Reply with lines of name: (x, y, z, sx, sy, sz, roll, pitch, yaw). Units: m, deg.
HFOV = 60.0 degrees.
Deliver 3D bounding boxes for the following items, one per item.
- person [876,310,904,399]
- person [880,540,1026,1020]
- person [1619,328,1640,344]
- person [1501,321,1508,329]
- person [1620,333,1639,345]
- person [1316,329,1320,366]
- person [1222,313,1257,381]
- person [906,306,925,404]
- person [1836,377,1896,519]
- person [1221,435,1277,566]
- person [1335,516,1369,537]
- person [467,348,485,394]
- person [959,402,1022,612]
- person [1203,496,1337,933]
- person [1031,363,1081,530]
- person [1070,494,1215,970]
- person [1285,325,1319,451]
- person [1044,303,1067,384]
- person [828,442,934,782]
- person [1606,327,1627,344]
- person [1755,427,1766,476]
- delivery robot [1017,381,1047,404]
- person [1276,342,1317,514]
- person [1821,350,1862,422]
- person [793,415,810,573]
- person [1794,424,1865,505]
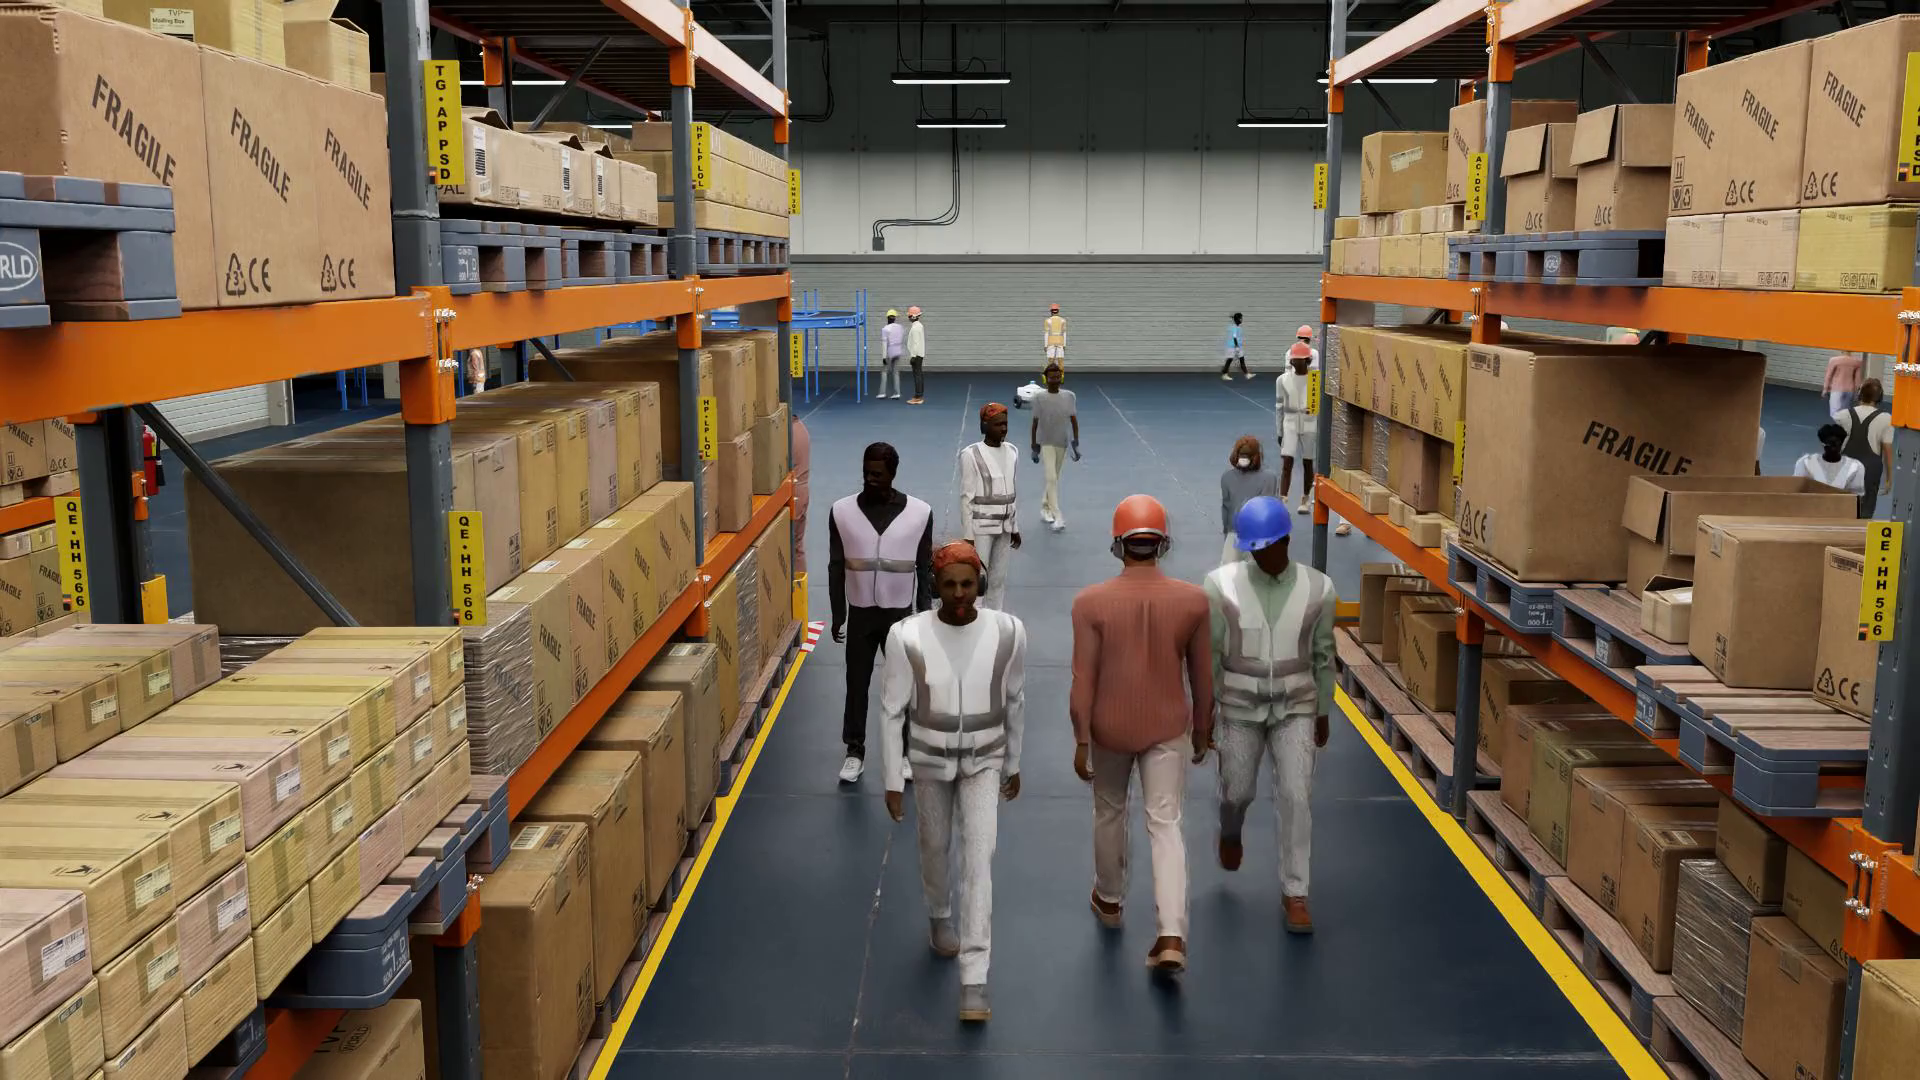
person: (-1.488, -3.959, 35.505, 0.608, 1.892, 0.542, -8, 12, -40)
person: (-0.030, 0.890, 6.665, 0.587, 1.830, 1.003, -1, 10, -5)
person: (12.726, -3.228, 31.560, 0.526, 1.755, 0.359, -1, 10, -4)
person: (11.643, -4.109, 36.380, 0.639, 1.903, 0.409, 2, 10, 13)
person: (9.513, -2.064, 24.156, 0.556, 1.904, 0.895, -7, 12, -38)
person: (5.903, -2.504, 26.927, 0.962, 1.850, 0.632, -1, 10, -6)
person: (6.851, -4.732, 40.820, 0.867, 1.646, 0.552, 5, 11, 26)
person: (-0.919, -3.828, 34.406, 0.379, 1.996, 0.609, 1, 10, 8)
person: (8.502, -0.618, 15.680, 0.534, 1.827, 0.421, 9, 13, 43)
person: (2.236, -0.037, 12.941, 0.488, 1.584, 0.853, 6, 11, 32)
person: (4.298, -0.960, 17.691, 0.624, 1.845, 0.430, 5, 11, 27)
person: (-8.424, -2.743, 28.971, 0.313, 1.642, 0.513, -2, 10, -10)
person: (0.228, -0.074, 12.258, 0.337, 1.882, 0.585, 9, 13, 43)
person: (1.354, 0.719, 7.432, 0.638, 1.912, 0.727, 1, 9, 4)
person: (1.033, -1.050, 18.364, 0.502, 1.818, 1.024, -3, 10, -16)
person: (0.775, 0.779, 6.968, 0.636, 1.952, 1.016, -1, 10, -6)
person: (5.269, -2.326, 25.584, 0.543, 1.939, 0.371, 7, 12, 35)
person: (2.267, -4.687, 39.756, 0.543, 1.928, 0.374, -2, 10, -11)
person: (-0.441, 0.397, 9.343, 0.590, 1.917, 0.397, 0, 9, -1)
person: (15.741, -4.566, 39.914, 0.500, 1.633, 0.285, 1, 10, 8)
person: (6.430, -0.333, 13.840, 0.513, 1.875, 0.328, -1, 9, -3)
delivery robot: (1.445, -2.926, 33.163, 0.477, 0.478, 0.707, -5, 11, -28)
person: (3.874, -1.253, 18.998, 0.614, 1.995, 1.017, 3, 10, 19)
person: (14.062, -2.370, 26.447, 0.529, 1.739, 0.770, -1, 9, -3)
person: (-1.439, -0.294, 13.564, 0.394, 1.897, 0.642, 2, 10, 12)
person: (7.113, -0.168, 13.670, 0.543, 1.601, 1.021, 3, 10, 18)
